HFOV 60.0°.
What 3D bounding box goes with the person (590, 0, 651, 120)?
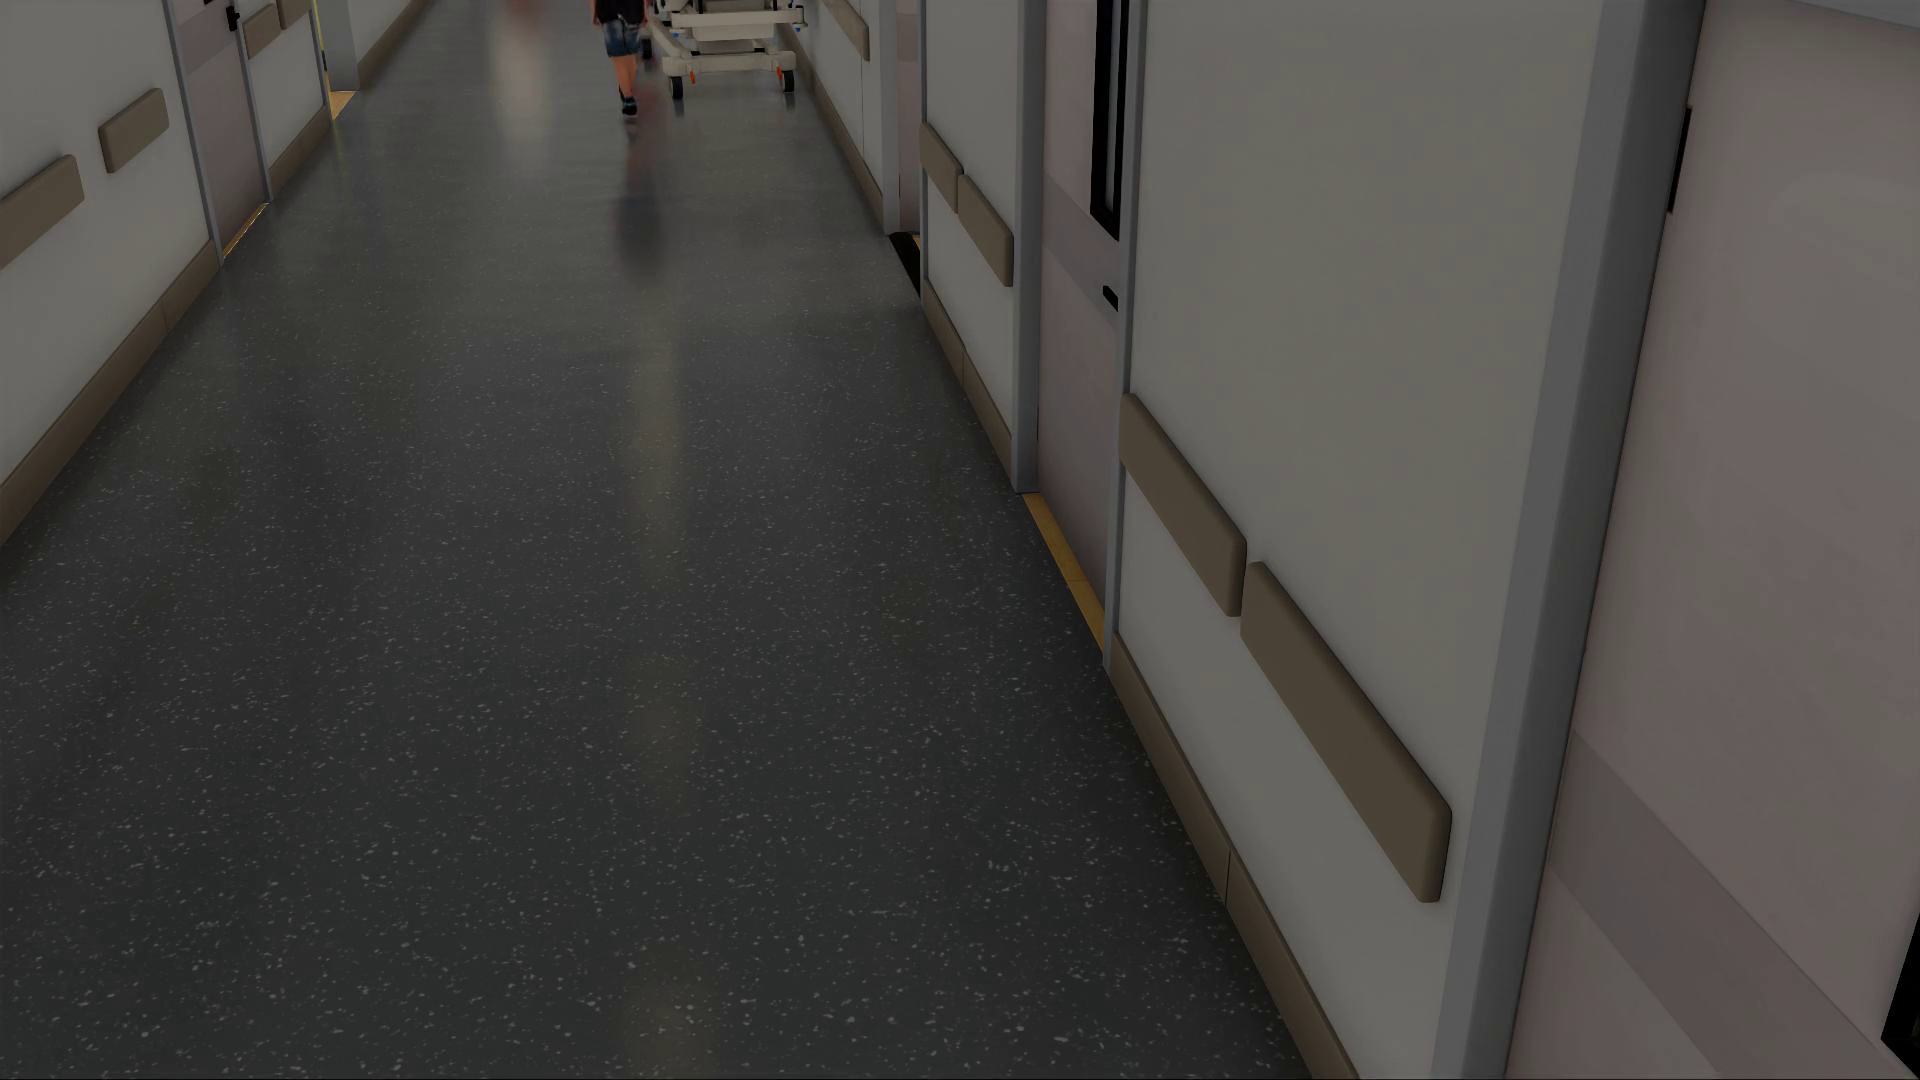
[{"bbox_3d":[-2.362,-3.649,11.600,0.914,1.409,0.730,-10,28,-21],"label":"person"}]
